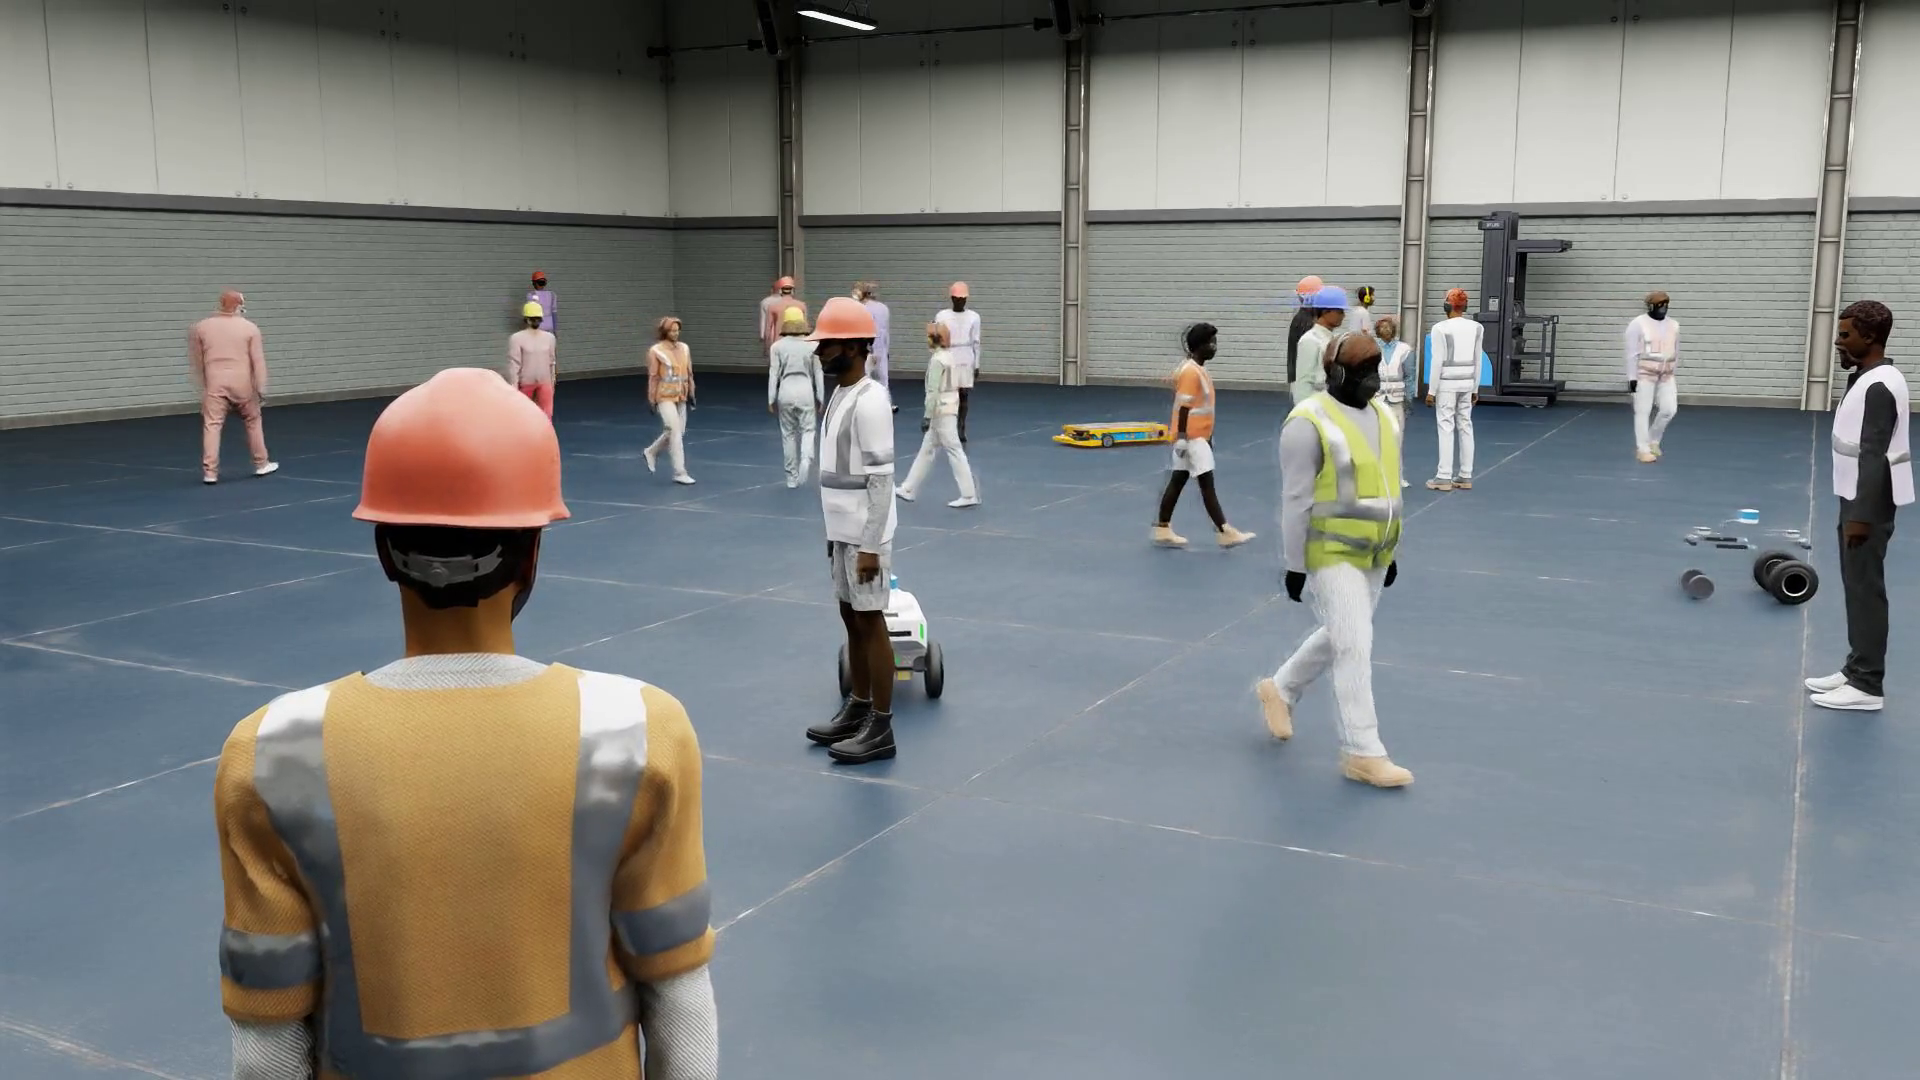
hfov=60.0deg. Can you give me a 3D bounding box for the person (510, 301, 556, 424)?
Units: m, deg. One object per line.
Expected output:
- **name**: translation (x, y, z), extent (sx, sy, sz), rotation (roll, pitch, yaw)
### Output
- **person**: translation (-4.634, -1.717, 17.973), extent (0.533, 1.732, 0.855), rotation (-7, 11, -35)

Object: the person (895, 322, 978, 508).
- **person**: translation (-0.239, -1.077, 14.391), extent (0.862, 1.590, 0.542), rotation (1, 9, 8)

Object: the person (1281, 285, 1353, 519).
- **person**: translation (2.746, -0.952, 12.616), extent (0.431, 1.933, 0.605), rotation (5, 10, 26)

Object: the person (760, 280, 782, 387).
- **person**: translation (-3.202, -3.628, 29.295), extent (0.650, 1.882, 0.820), rotation (1, 9, 6)

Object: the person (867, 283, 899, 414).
- **person**: translation (-1.220, -2.656, 23.320), extent (0.681, 1.859, 0.953), rotation (-5, 10, -26)

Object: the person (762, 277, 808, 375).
- **person**: translation (-2.556, -2.820, 24.084), extent (0.616, 1.955, 0.955), rotation (-4, 10, -26)

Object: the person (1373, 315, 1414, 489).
- **person**: translation (4.047, -1.303, 15.762), extent (0.578, 1.625, 0.313), rotation (1, 9, 5)

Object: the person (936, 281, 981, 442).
- **person**: translation (-0.030, -2.159, 20.087), extent (0.561, 1.924, 0.544), rotation (-2, 9, -11)

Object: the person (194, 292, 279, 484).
- **person**: translation (-7.138, -1.503, 16.343), extent (0.672, 1.836, 0.871), rotation (-1, 9, -7)

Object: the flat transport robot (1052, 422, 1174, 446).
- **flat transport robot**: translation (1.879, -1.274, 19.850), extent (1.431, 0.197, 0.652), rotation (-4, 10, -25)

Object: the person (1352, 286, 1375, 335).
- **person**: translation (5.550, -2.635, 23.304), extent (0.781, 1.849, 0.528), rotation (0, 9, 0)

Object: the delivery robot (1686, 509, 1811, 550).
- **delivery robot**: translation (4.981, -0.076, 10.498), extent (0.698, 0.223, 0.335), rotation (2, 9, 13)

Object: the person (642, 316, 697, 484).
- **person**: translation (-2.857, -1.367, 16.158), extent (0.697, 1.611, 0.520), rotation (6, 11, 33)

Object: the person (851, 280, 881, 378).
- **person**: translation (-1.272, -2.572, 22.670), extent (0.602, 1.923, 0.628), rotation (-8, 12, -40)

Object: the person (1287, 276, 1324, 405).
- **person**: translation (3.360, -1.553, 16.132), extent (0.379, 1.996, 0.611), rotation (2, 10, 14)

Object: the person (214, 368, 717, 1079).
- **person**: translation (-0.573, 0.763, 2.030), extent (0.552, 1.935, 0.370), rotation (-2, 9, -13)

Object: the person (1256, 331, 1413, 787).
- **person**: translation (1.552, 0.042, 6.885), extent (0.626, 1.818, 0.866), rotation (-7, 12, -38)

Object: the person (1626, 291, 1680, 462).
- **person**: translation (7.448, -1.751, 17.869), extent (0.638, 1.825, 0.452), rotation (-1, 9, -8)

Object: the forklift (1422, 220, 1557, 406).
- **forklift**: translation (8.245, -3.527, 25.720), extent (1.873, 2.768, 1.129), rotation (5, 10, 27)

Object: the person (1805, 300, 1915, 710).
- **person**: translation (4.288, -0.169, 7.866), extent (0.377, 1.913, 0.589), rotation (4, 10, 21)

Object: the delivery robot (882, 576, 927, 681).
- **delivery robot**: translation (-0.360, 0.420, 8.238), extent (0.477, 0.478, 0.707), rotation (-1, 9, -6)

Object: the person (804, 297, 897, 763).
- **person**: translation (-0.457, -0.044, 7.001), extent (0.375, 1.939, 0.546), rotation (-3, 10, -19)

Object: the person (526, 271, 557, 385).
- **person**: translation (-7.484, -3.781, 29.723), extent (0.381, 2.045, 0.605), rotation (8, 12, 42)

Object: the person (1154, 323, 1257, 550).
- **person**: translation (1.820, -0.755, 12.214), extent (0.846, 1.655, 0.539), rotation (3, 10, 16)

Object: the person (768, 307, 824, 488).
- **person**: translation (-1.540, -1.330, 15.635), extent (0.525, 1.711, 0.573), rotation (-1, 9, -5)

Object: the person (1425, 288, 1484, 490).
- **person**: translation (4.640, -1.417, 15.637), extent (0.579, 1.882, 0.342), rotation (-4, 10, -22)
